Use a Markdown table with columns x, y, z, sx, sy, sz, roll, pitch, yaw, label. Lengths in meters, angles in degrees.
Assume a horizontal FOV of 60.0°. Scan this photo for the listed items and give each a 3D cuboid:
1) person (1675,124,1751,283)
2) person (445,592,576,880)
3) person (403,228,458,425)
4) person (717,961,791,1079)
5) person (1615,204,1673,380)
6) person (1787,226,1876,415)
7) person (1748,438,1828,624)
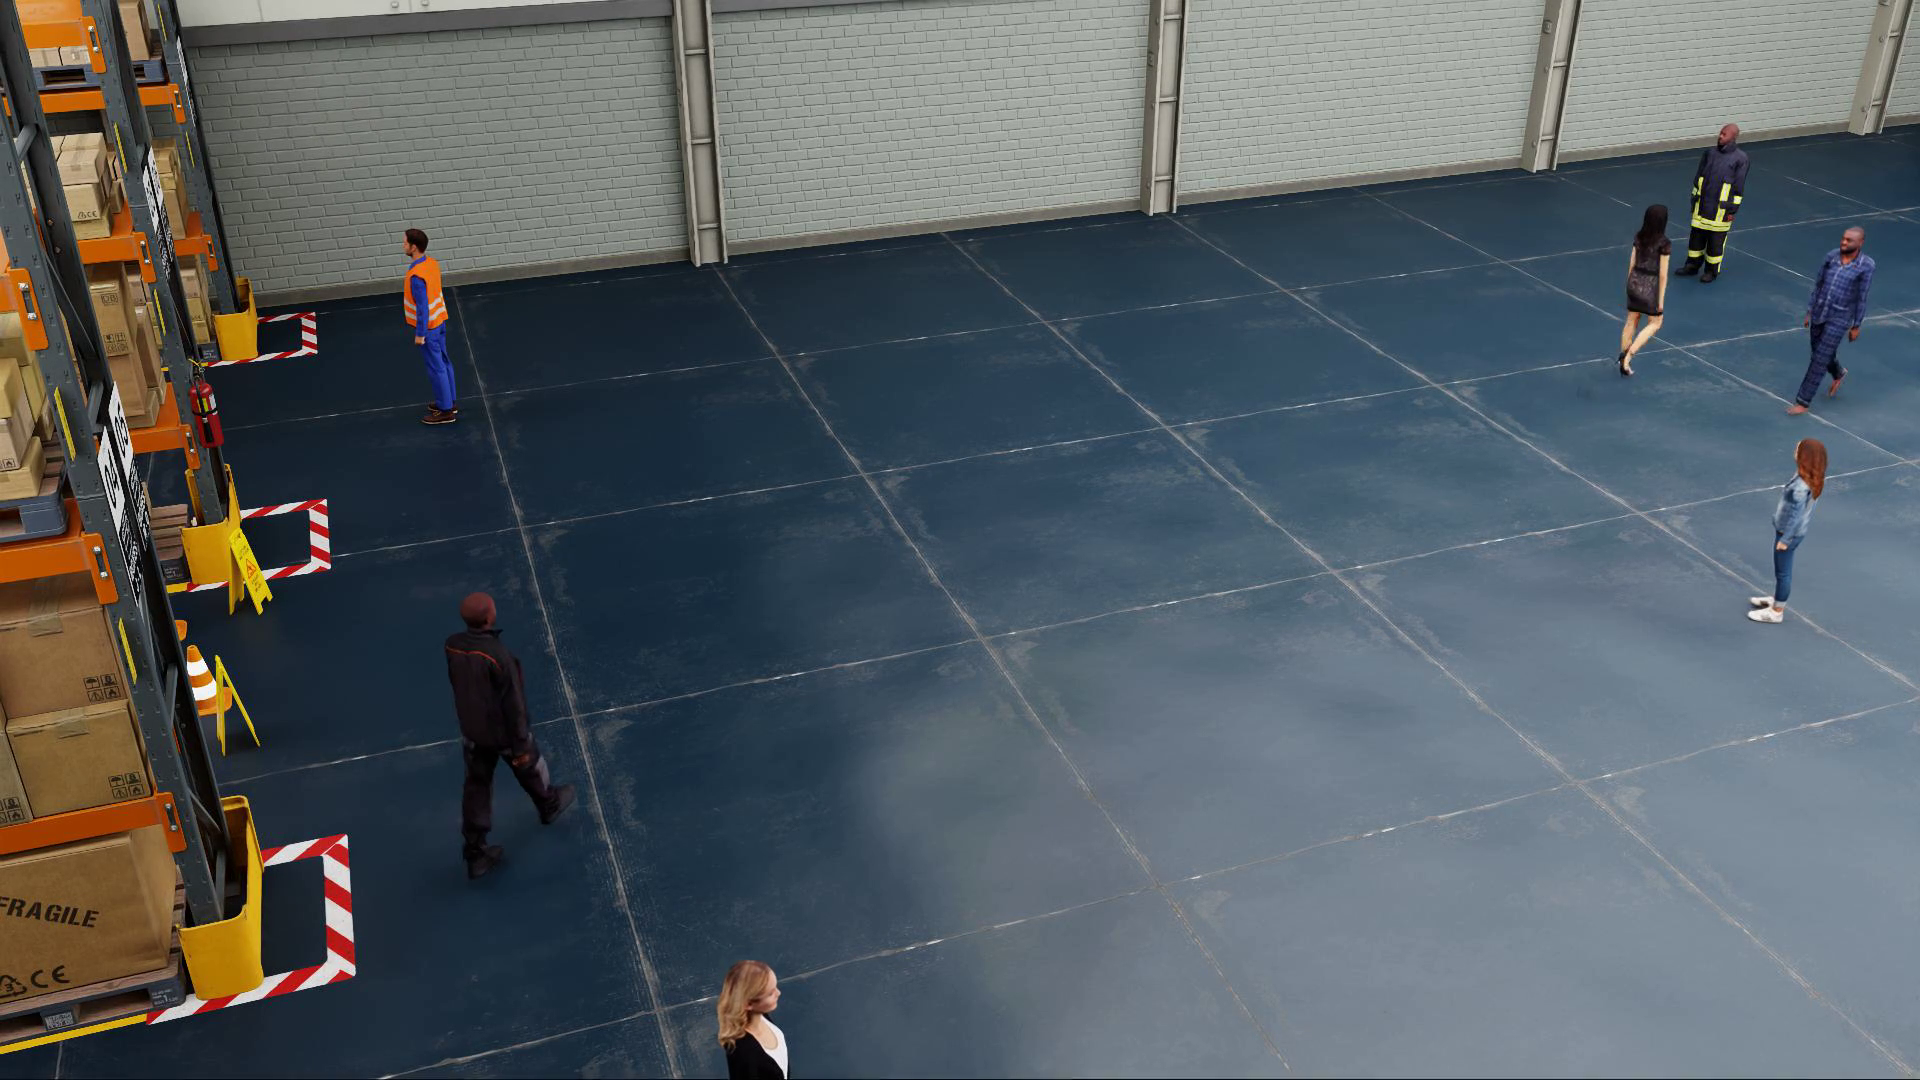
| x | y | z | sx | sy | sz | roll | pitch | yaw | label |
| --- | --- | --- | --- | --- | --- | --- | --- | --- | --- |
| 8.705 | -3.902 | 19.151 | 0.775 | 1.820 | 0.819 | -19 | 34 | -32 | person |
| -2.780 | 1.158 | 9.689 | 1.209 | 1.783 | 1.249 | 11 | 30 | 20 | person |
| -4.960 | -2.009 | 15.548 | 0.703 | 1.864 | 0.748 | -2 | 28 | -4 | person |
| -0.879 | 2.518 | 7.117 | 0.629 | 1.800 | 0.657 | 0 | 28 | 0 | person |
| 6.674 | -2.406 | 16.385 | 0.741 | 1.779 | 0.701 | -16 | 32 | -27 | person |
| 8.345 | -2.100 | 15.799 | 1.172 | 1.789 | 0.817 | -15 | 32 | -26 | person |
| 6.172 | -0.075 | 12.330 | 0.701 | 1.477 | 0.621 | 16 | 32 | 27 | person |
